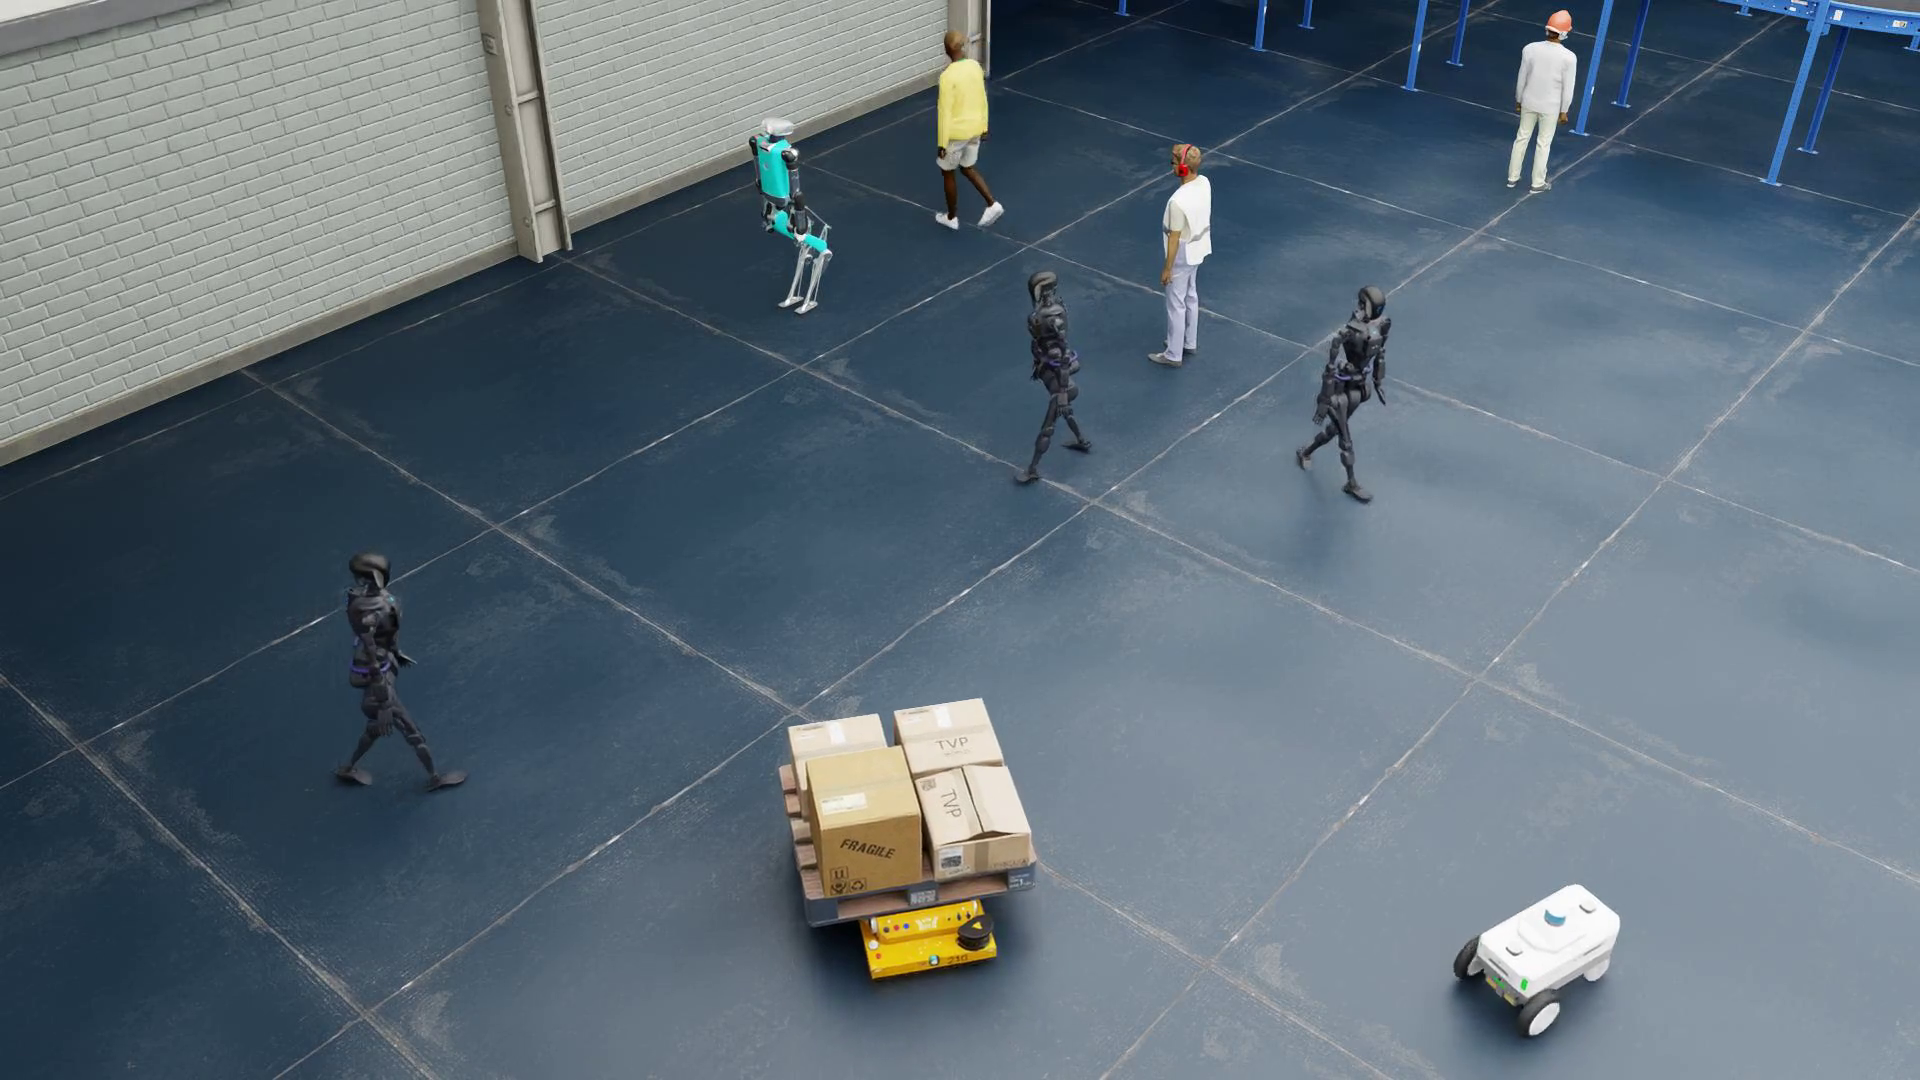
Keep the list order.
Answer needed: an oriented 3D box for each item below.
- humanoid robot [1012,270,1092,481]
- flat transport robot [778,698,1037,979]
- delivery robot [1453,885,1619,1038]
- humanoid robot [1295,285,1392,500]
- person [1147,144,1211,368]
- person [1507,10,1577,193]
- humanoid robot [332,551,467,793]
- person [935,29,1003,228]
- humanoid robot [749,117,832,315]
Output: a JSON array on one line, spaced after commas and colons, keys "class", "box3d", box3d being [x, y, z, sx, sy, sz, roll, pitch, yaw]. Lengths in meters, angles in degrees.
[{"class": "humanoid robot", "box3d": [0.674, -1.207, 11.899, 0.770, 1.611, 0.588, -13, 37, -18]}, {"class": "flat transport robot", "box3d": [-0.289, 1.714, 8.981, 0.659, 0.231, 1.431, -8, 36, -10]}, {"class": "delivery robot", "box3d": [2.901, 2.045, 8.273, 0.802, 0.598, 0.499, -20, 40, -25]}, {"class": "humanoid robot", "box3d": [2.749, -1.088, 11.750, 0.600, 1.628, 0.752, -21, 41, -27]}, {"class": "person", "box3d": [1.781, -2.245, 13.194, 0.392, 1.837, 0.558, 17, 39, 22]}, {"class": "person", "box3d": [5.622, -4.220, 16.032, 0.560, 1.751, 0.323, 28, 44, 33]}, {"class": "humanoid robot", "box3d": [-3.230, 0.751, 9.166, 0.749, 1.635, 0.605, -6, 36, -9]}, {"class": "person", "box3d": [0.063, -3.712, 15.219, 0.640, 1.872, 0.607, 30, 45, 35]}, {"class": "humanoid robot", "box3d": [-1.345, -2.752, 13.925, 0.531, 1.731, 0.692, 29, 45, 34]}]
